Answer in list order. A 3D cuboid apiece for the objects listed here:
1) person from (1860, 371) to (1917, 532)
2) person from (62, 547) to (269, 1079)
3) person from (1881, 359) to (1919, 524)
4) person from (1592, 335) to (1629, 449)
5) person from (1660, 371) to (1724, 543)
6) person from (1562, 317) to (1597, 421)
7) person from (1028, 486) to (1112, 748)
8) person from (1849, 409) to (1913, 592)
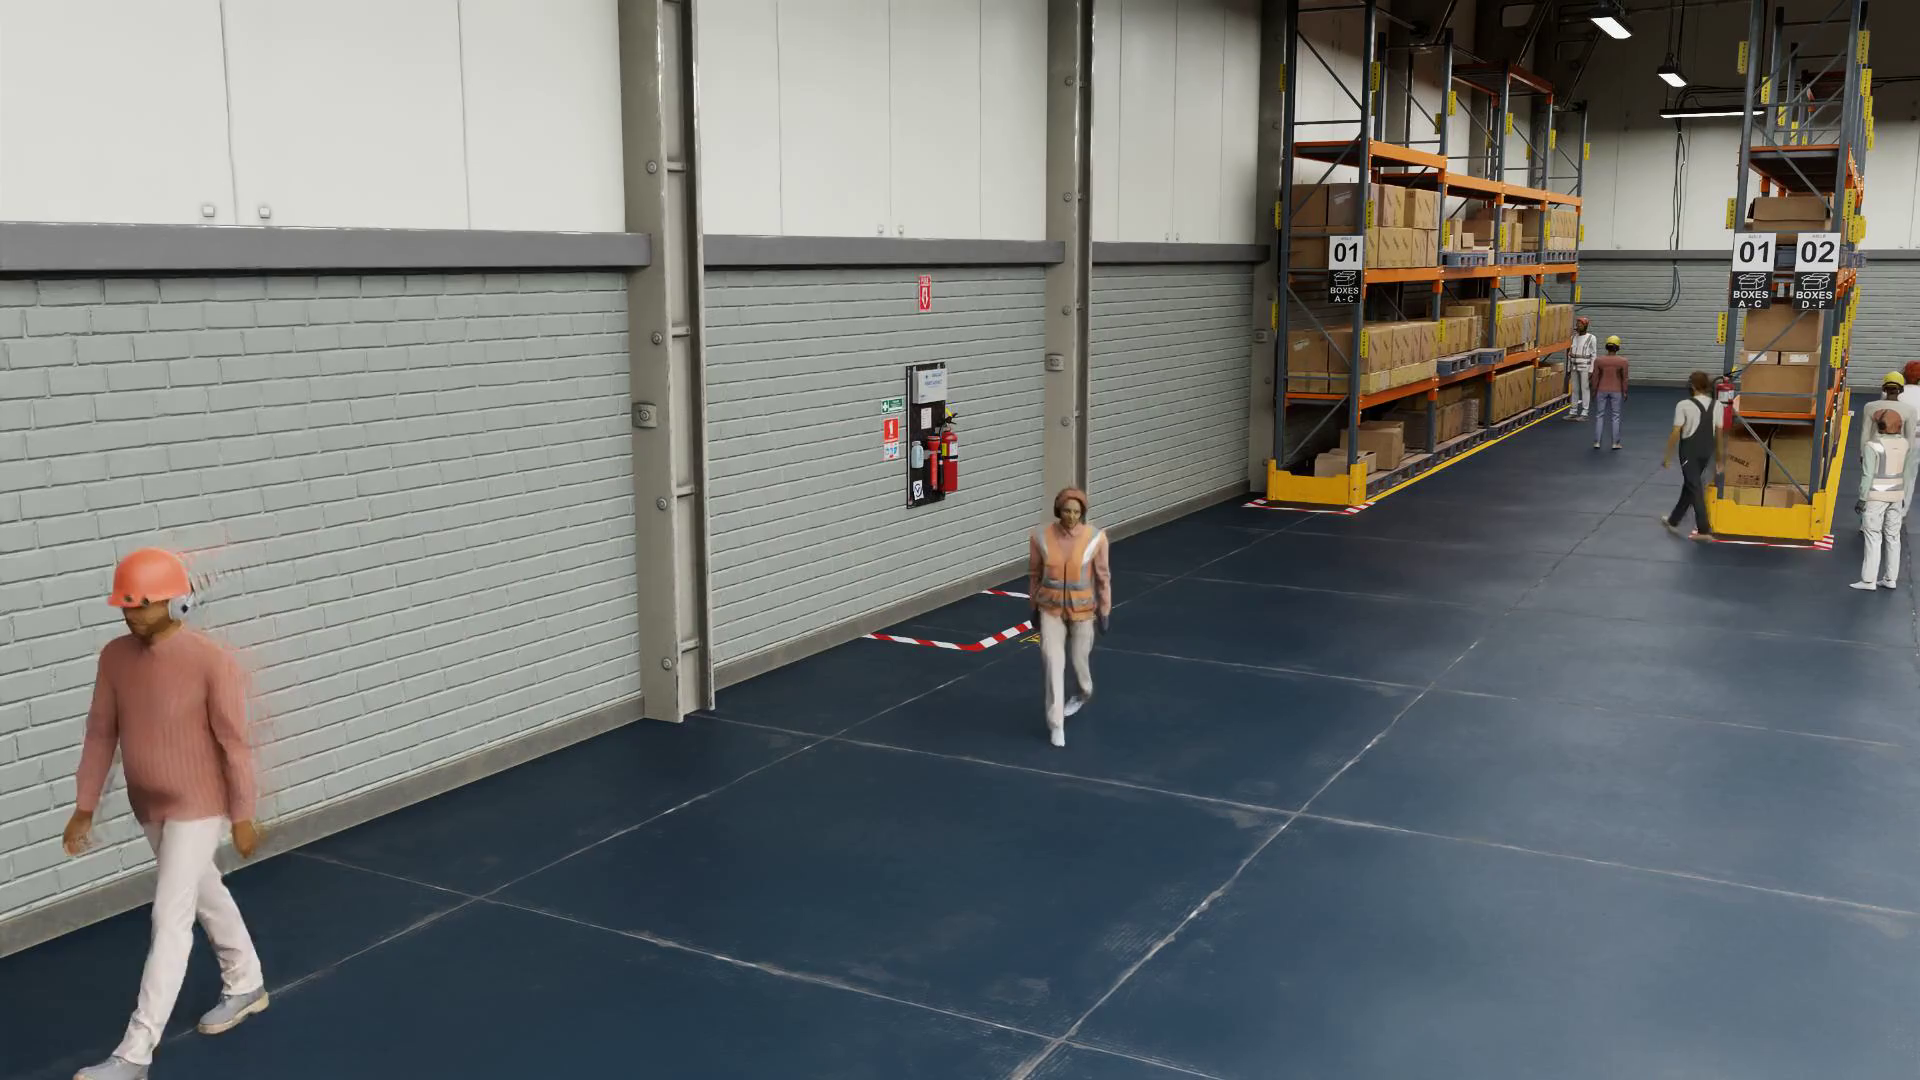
[{"bbox_3d":[10.008,-0.938,17.964,0.518,1.756,0.344,6,11,32],"label":"person"},{"bbox_3d":[-2.954,0.991,6.099,0.635,1.938,1.006,4,11,23],"label":"person"},{"bbox_3d":[10.463,-1.062,18.401,0.587,1.858,0.741,5,11,27],"label":"person"},{"bbox_3d":[10.103,-2.291,25.857,0.532,1.767,0.328,5,11,28],"label":"person"},{"bbox_3d":[7.762,-0.889,17.617,0.530,1.789,0.986,-2,10,-12],"label":"person"},{"bbox_3d":[11.282,-3.101,30.250,0.342,1.882,0.587,-5,11,-27],"label":"person"},{"bbox_3d":[0.692,0.431,10.405,0.523,1.600,0.756,2,10,10],"label":"person"},{"bbox_3d":[8.253,-0.352,14.883,0.525,1.637,0.307,-3,10,-17],"label":"person"}]
